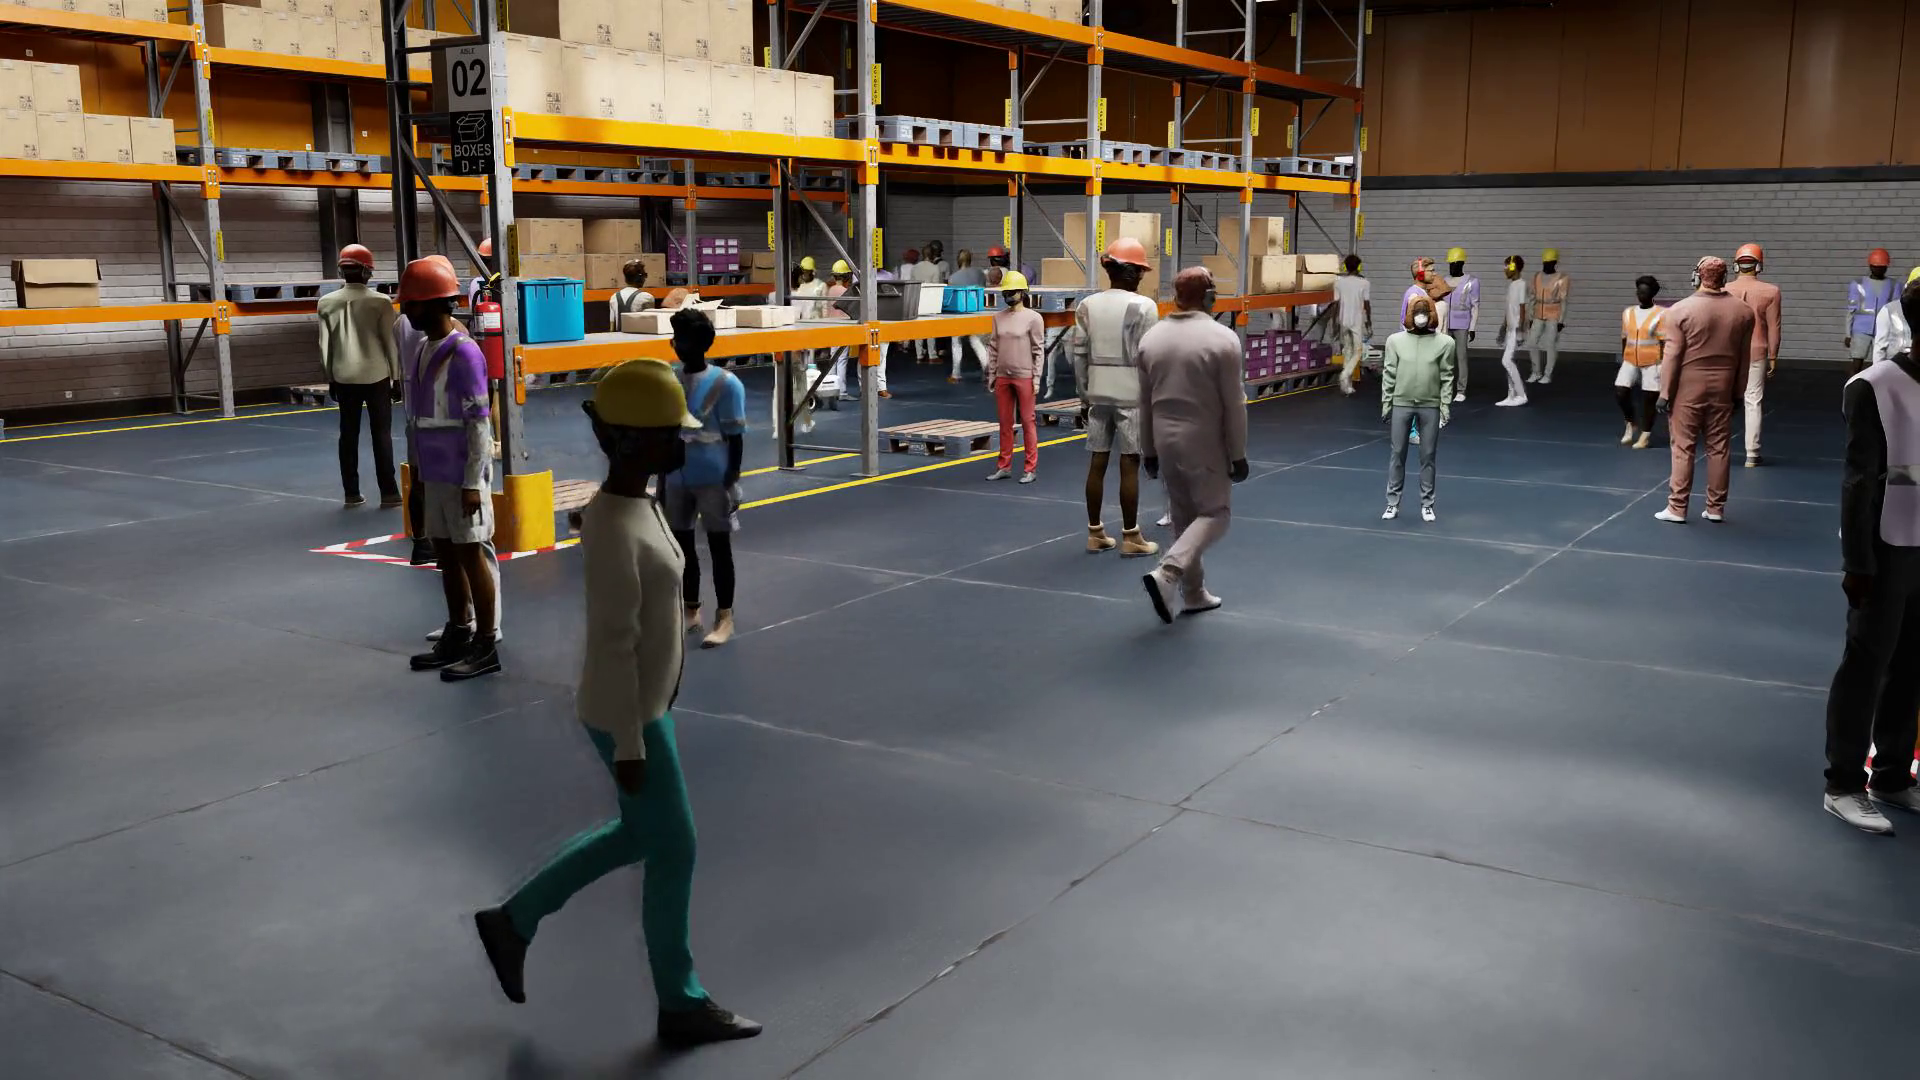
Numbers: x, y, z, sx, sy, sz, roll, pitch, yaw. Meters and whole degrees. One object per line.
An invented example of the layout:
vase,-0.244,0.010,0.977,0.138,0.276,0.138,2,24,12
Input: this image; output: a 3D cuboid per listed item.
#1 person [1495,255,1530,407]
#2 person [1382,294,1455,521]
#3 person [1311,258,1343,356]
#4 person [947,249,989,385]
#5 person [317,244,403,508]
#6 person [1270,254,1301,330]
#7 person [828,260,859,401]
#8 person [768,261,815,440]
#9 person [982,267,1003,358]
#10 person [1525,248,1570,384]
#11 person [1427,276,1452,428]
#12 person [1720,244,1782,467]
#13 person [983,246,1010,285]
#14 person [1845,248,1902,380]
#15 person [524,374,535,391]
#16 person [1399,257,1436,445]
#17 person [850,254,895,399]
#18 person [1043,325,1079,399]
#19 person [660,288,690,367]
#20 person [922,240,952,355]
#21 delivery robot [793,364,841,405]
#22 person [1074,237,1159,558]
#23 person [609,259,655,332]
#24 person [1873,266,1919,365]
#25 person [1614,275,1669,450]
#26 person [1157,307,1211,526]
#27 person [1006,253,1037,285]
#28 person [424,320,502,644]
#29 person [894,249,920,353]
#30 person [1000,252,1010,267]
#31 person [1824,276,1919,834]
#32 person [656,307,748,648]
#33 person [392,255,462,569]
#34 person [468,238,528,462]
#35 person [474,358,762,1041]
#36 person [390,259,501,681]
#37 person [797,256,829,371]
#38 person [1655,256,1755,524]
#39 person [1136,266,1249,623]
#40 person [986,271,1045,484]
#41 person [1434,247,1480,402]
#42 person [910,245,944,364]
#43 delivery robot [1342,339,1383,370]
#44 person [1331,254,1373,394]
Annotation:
person,6.749,-2.536,20.251,0.358,1.843,0.552,1,10,3
person,3.297,-0.950,12.013,0.500,1.636,0.280,3,11,17
person,5.772,-3.547,26.017,0.611,1.779,0.940,-2,10,-11
person,0.128,-3.104,23.200,0.632,1.912,0.853,-6,12,-29
person,-4.508,-1.229,12.571,0.610,1.993,0.380,0,10,3
person,5.156,-3.638,26.437,0.637,1.809,0.709,10,14,44
person,-1.490,-2.630,20.956,0.301,1.772,0.527,-6,12,-29
person,-1.737,-1.950,17.107,0.498,1.808,1.027,2,10,10
person,0.504,-3.065,23.726,0.522,1.639,0.309,-1,10,-6
person,8.184,-3.125,23.301,0.607,1.905,0.624,-9,13,-39
person,5.147,-2.028,17.993,0.282,1.633,0.498,4,11,23
person,7.009,-1.647,14.902,0.611,1.988,0.391,6,12,32
person,0.561,-3.609,25.921,0.551,1.932,0.378,-6,12,-31
person,10.675,-2.432,19.445,0.557,1.923,0.417,3,11,15
person,-5.923,-2.820,21.558,0.736,1.929,0.628,-1,10,-3
person,4.530,-1.870,16.519,0.389,1.850,0.566,3,11,18
person,-1.090,-2.750,21.148,0.635,1.939,0.362,-7,12,-33
person,1.333,-2.695,21.473,0.494,1.714,0.800,6,12,29
person,-2.555,-1.386,14.516,0.433,1.622,0.521,-3,11,-16
person,-0.420,-4.306,29.488,0.687,2.000,0.539,5,11,26
delivery robot,-1.750,-1.830,19.630,0.707,0.478,0.477,-10,14,-44
person,1.022,-0.905,10.659,0.609,2.036,0.403,8,13,39
person,-3.070,-1.726,15.738,0.506,1.846,0.348,5,11,26
person,7.856,-1.355,13.746,0.588,1.823,0.403,1,10,4
person,6.593,-1.707,16.062,0.363,1.687,0.537,-9,13,-40
person,1.635,-0.892,11.690,0.522,1.636,0.311,6,12,29
person,0.898,-3.689,26.455,0.639,1.905,0.407,-3,11,-14
person,-2.482,-0.273,8.263,0.315,1.636,0.515,-9,14,-42
person,-0.897,-4.322,30.097,0.606,1.853,0.696,4,11,21
person,0.791,-4.265,29.943,0.711,1.806,0.432,7,12,34
person,3.272,0.037,5.758,0.591,1.922,0.392,-4,11,-23
person,-1.309,-0.313,8.319,0.541,1.696,0.318,5,11,27
person,-3.226,-0.784,10.291,0.545,1.932,0.386,6,12,31
person,-4.245,-1.735,15.239,0.368,2.041,0.615,-9,14,-41
person,-0.884,0.418,4.149,0.684,1.744,0.538,-1,10,-5
person,-2.379,-0.316,7.680,0.375,1.932,0.549,-9,14,-41
person,-2.138,-3.117,23.585,0.594,1.801,0.864,4,11,21
person,5.296,-1.065,11.902,0.653,1.906,0.408,-1,10,-5
person,1.203,-0.497,8.795,0.727,1.886,0.654,-9,14,-42
person,0.455,-1.354,13.898,0.532,1.768,0.311,7,12,34
person,6.205,-2.696,20.879,0.594,1.926,0.367,10,14,43
person,-0.533,-3.845,27.239,0.627,1.934,0.371,9,13,40
delivery robot,5.940,-2.720,24.557,0.477,0.478,0.707,-3,11,-16
person,5.103,-2.808,21.731,0.526,1.846,0.685,7,13,35
